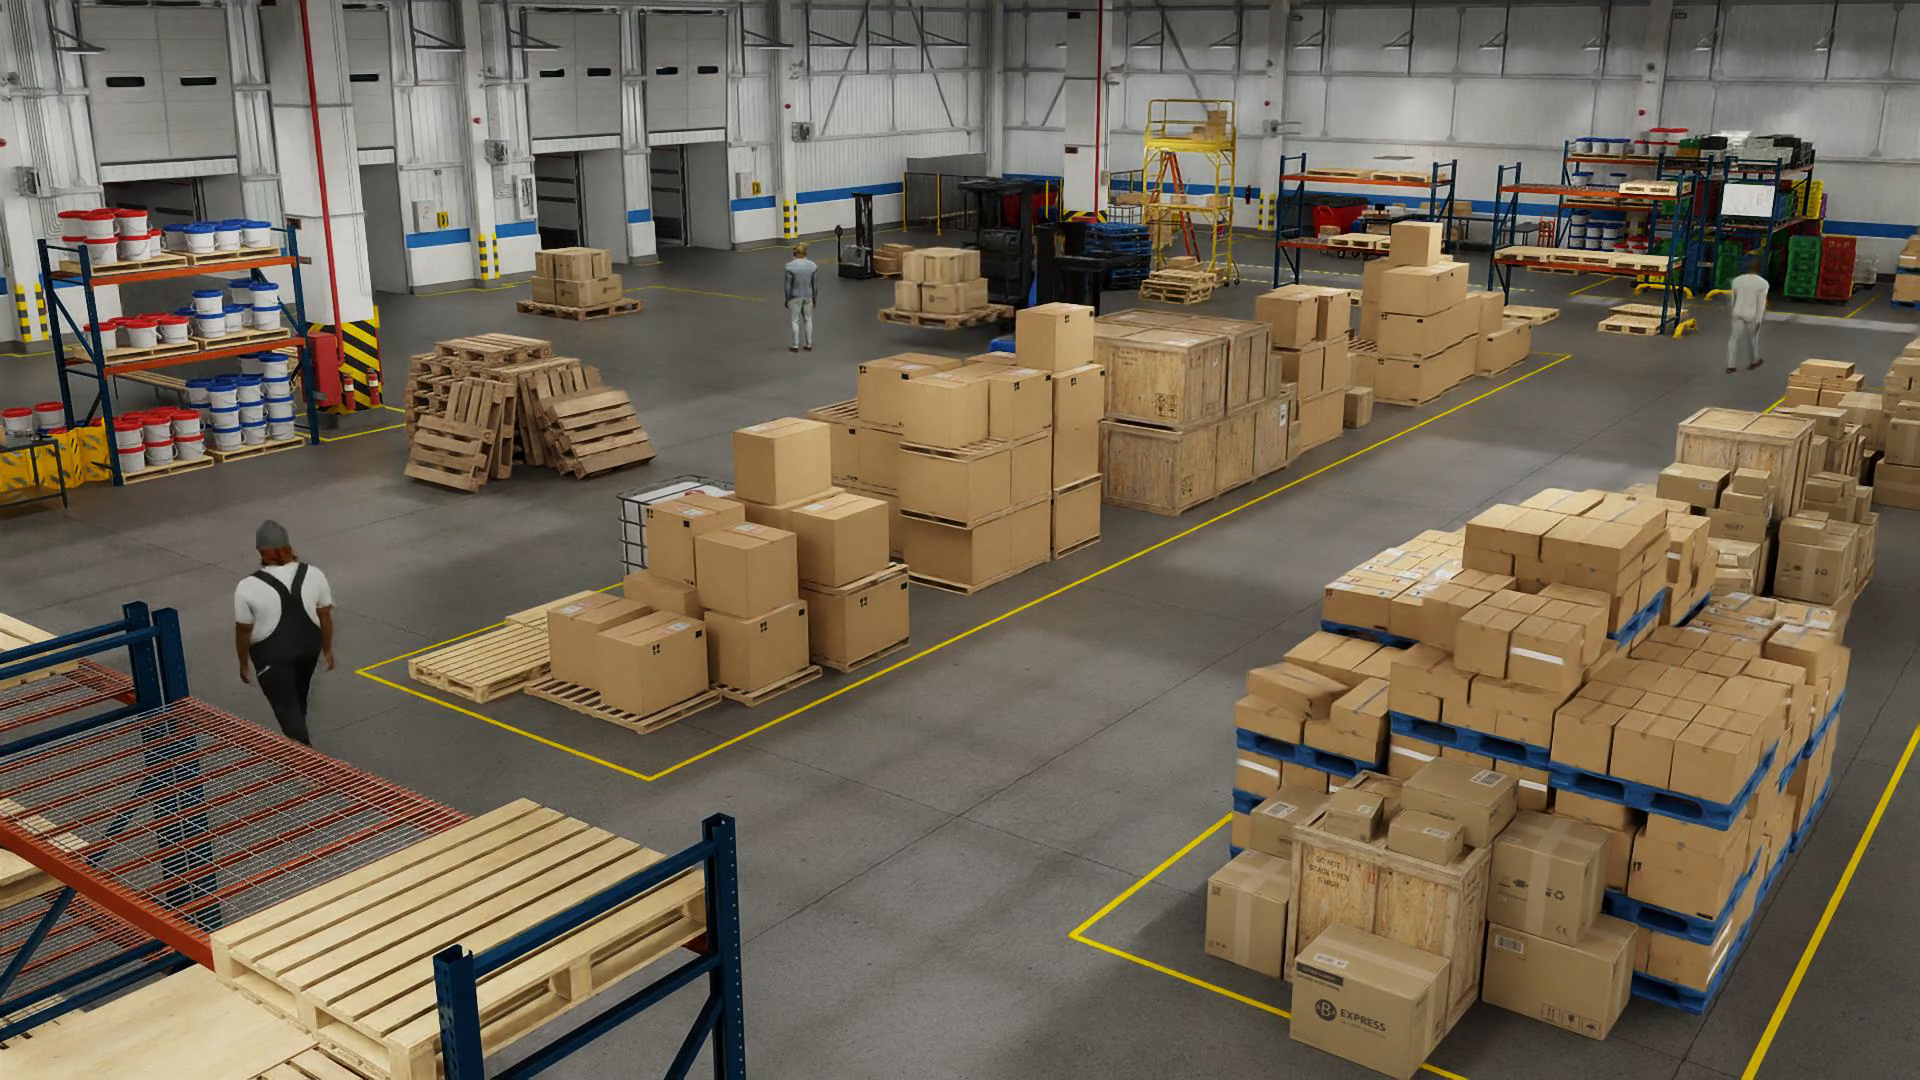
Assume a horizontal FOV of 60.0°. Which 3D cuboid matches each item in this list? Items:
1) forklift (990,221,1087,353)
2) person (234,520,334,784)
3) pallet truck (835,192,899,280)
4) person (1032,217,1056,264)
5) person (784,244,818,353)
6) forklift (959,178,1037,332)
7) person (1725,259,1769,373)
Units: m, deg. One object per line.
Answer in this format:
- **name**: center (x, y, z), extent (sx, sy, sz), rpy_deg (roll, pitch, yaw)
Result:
- **forklift**: center (1.458, -3.274, 24.615), extent (1.873, 2.768, 1.129), rpy_deg (12, 21, 35)
- **person**: center (-5.097, 0.798, 12.562), extent (0.995, 2.000, 0.685), rpy_deg (16, 23, 42)
- **pallet truck**: center (-1.936, -7.159, 38.982), extent (1.885, 1.965, 0.823), rpy_deg (-12, 21, -34)
- **person**: center (1.823, -6.273, 36.597), extent (0.560, 1.666, 0.726), rpy_deg (0, 17, 1)
- **person**: center (-2.833, -4.310, 29.680), extent (0.635, 1.929, 0.385), rpy_deg (-9, 19, -27)
- **forklift**: center (0.989, -5.591, 32.289), extent (1.129, 2.768, 1.873), rpy_deg (12, 21, 35)
- **person**: center (13.253, -3.765, 27.927), extent (0.971, 1.887, 0.641), rpy_deg (-15, 22, -40)
